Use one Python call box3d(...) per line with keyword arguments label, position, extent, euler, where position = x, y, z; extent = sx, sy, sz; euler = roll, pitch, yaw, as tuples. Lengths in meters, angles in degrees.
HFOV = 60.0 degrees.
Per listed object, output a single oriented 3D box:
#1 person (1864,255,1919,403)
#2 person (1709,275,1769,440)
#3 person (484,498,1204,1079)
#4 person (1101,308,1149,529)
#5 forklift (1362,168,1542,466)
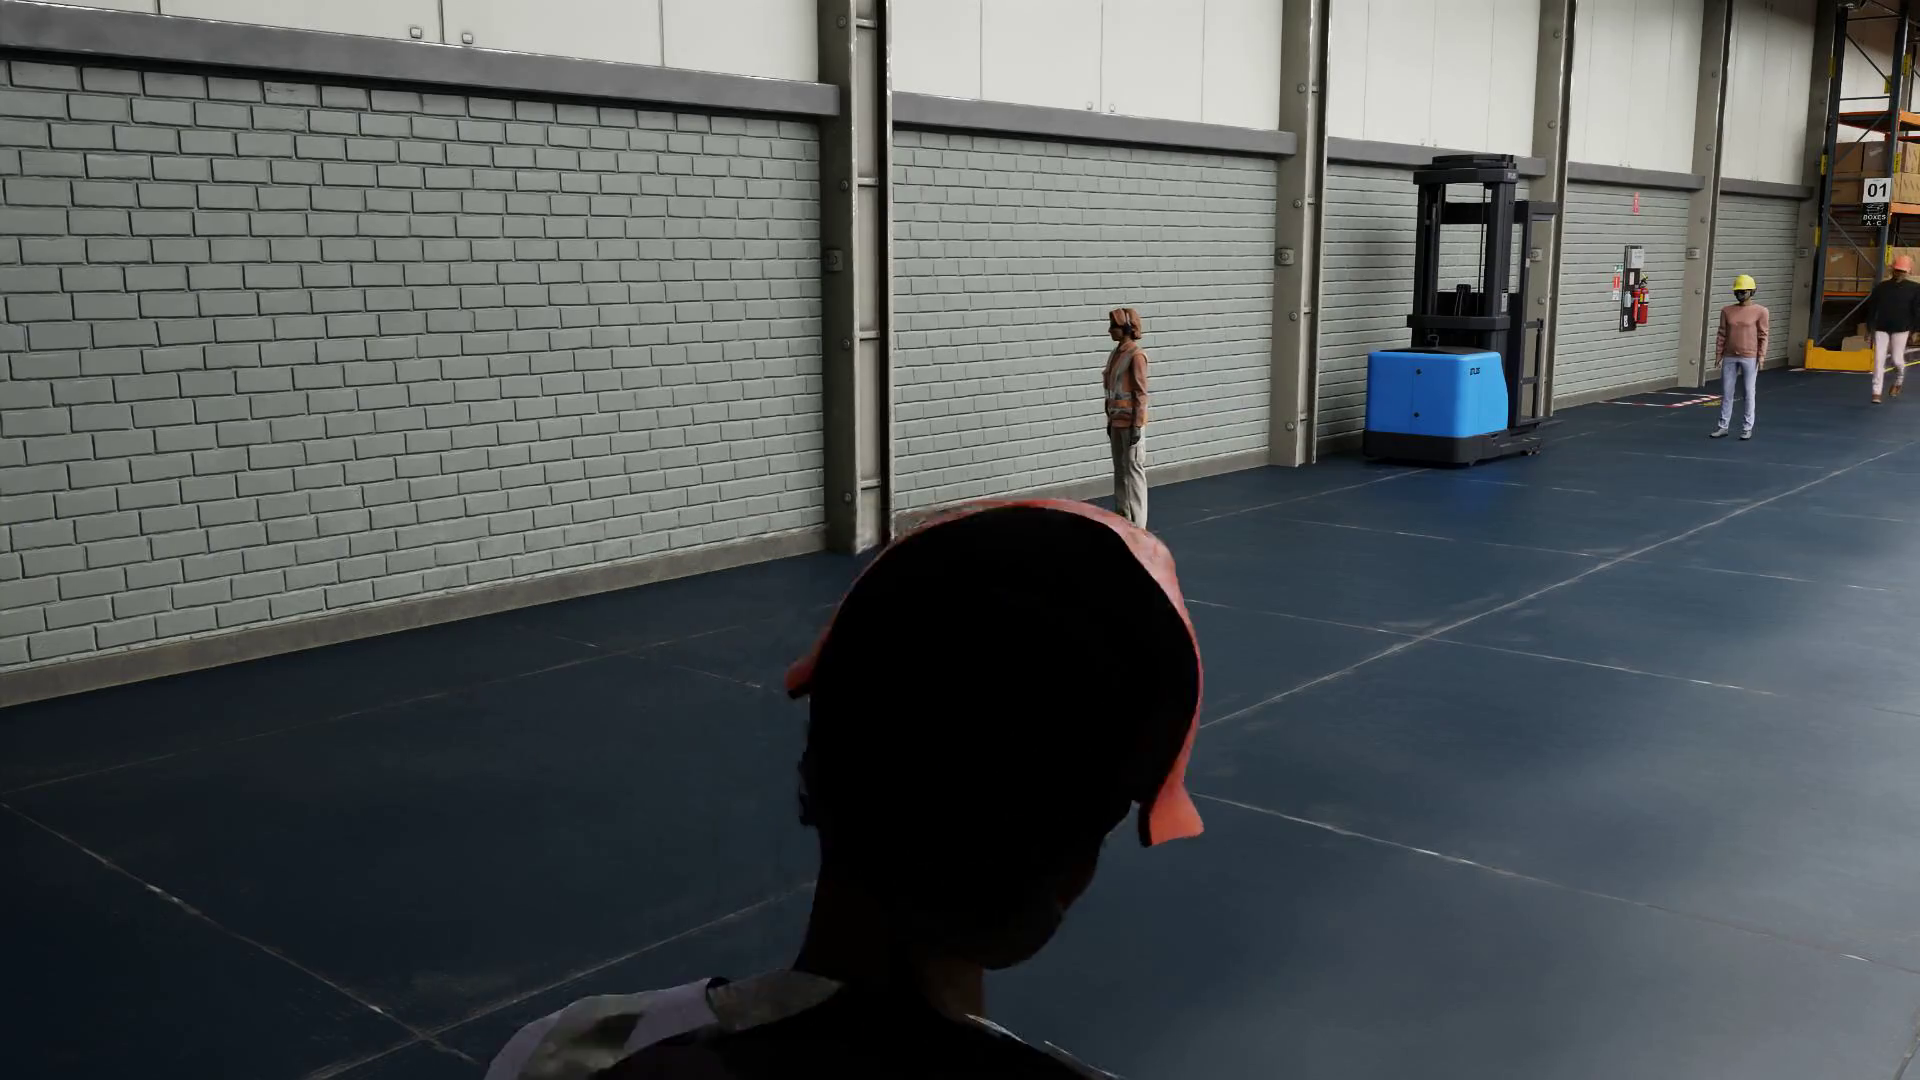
box3d(label="person", position=(12.450, -2.817, 22.215), extent=(0.643, 1.966, 0.571), euler=(7, 12, 37))
box3d(label="person", position=(8.425, -1.973, 17.974), extent=(0.325, 1.767, 0.533), euler=(-9, 13, -42))
box3d(label="person", position=(-0.065, 0.918, 1.137), extent=(0.594, 1.897, 0.505), euler=(3, 10, 18))
box3d(label="person", position=(1.165, -0.806, 11.690), extent=(0.313, 1.639, 0.517), euler=(-3, 10, -16))
box3d(label="forklift", position=(4.875, -2.212, 16.287), extent=(1.129, 2.768, 1.873), euler=(8, 13, 40))
